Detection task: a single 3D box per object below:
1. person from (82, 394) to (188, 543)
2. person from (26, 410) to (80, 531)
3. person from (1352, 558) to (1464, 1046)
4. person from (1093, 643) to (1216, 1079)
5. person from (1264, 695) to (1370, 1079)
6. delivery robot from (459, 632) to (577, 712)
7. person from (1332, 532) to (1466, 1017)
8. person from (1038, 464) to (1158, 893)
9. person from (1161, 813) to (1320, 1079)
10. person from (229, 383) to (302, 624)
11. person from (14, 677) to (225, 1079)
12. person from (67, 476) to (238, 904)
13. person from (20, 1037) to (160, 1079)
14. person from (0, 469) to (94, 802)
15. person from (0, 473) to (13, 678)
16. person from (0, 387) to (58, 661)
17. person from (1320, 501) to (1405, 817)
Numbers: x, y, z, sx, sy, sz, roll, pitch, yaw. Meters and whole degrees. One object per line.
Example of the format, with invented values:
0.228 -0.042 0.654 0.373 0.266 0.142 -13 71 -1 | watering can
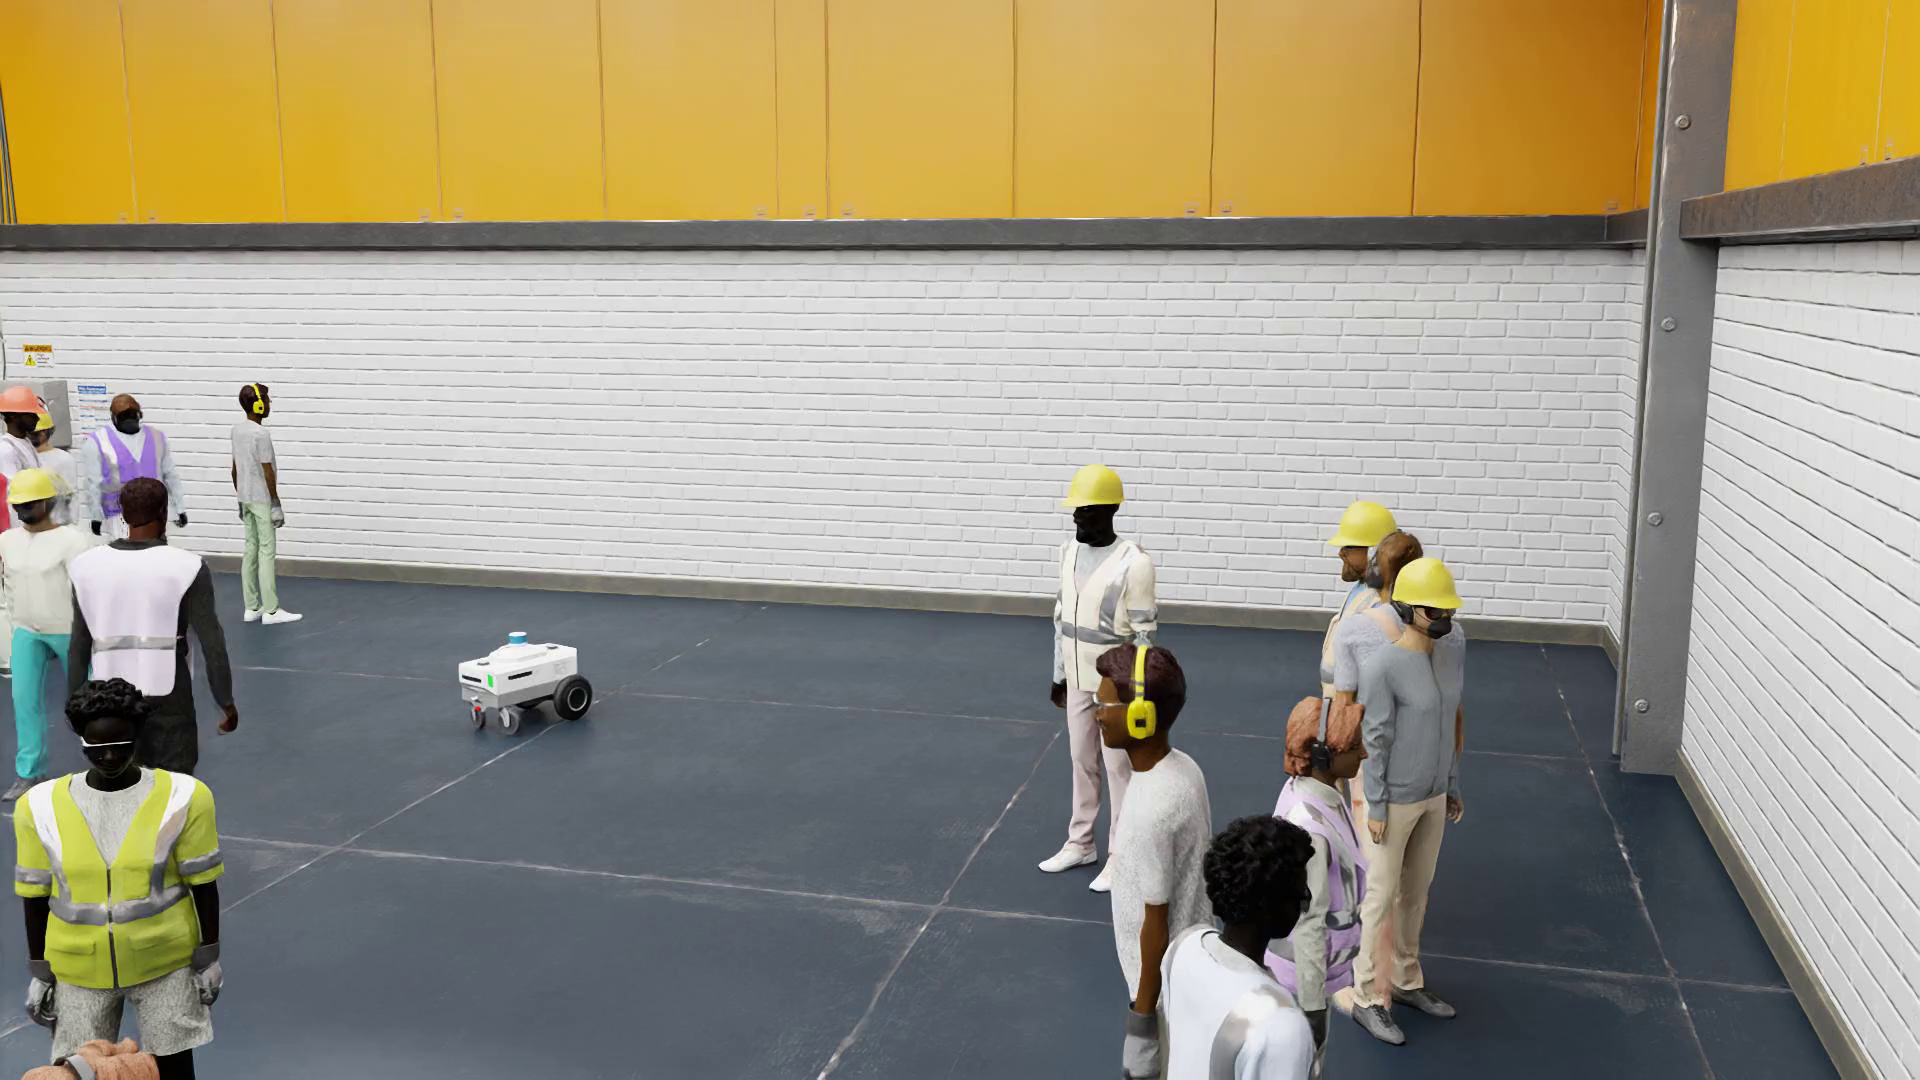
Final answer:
-6.289 -0.219 12.709 0.474 1.821 0.707 8 13 40 | person
-6.720 -0.105 12.239 0.538 1.754 0.344 2 10 12 | person
1.660 0.934 6.081 0.524 1.769 0.314 -8 12 -39 | person
0.511 1.184 4.350 0.351 1.859 0.506 2 10 13 | person
0.990 1.232 4.725 0.313 1.633 0.518 2 10 13 | person
-2.684 0.805 10.126 0.477 0.478 0.707 7 12 36 | delivery robot
1.622 0.881 6.295 0.505 1.815 0.635 -2 10 -10 | person
0.621 0.615 7.482 0.382 1.928 0.587 -7 12 -37 | person
0.583 1.402 3.555 0.318 1.691 0.535 -3 10 -15 | person
-5.442 -0.282 12.934 0.520 1.874 0.332 7 12 36 | person
-2.358 1.206 4.712 0.533 1.689 0.333 -3 10 -18 | person
-3.529 0.680 7.254 0.722 1.870 0.472 0 10 1 | person
-1.328 1.583 2.625 0.513 1.642 0.311 7 12 34 | person
-4.881 0.456 9.001 0.530 1.732 0.873 1 10 6 | person
-6.608 0.092 11.074 0.341 1.750 0.565 5 11 28 | person
-6.587 -0.116 11.761 0.362 1.934 0.551 -3 10 -17 | person
1.729 0.739 7.066 0.403 1.825 0.594 1 10 8 | person
